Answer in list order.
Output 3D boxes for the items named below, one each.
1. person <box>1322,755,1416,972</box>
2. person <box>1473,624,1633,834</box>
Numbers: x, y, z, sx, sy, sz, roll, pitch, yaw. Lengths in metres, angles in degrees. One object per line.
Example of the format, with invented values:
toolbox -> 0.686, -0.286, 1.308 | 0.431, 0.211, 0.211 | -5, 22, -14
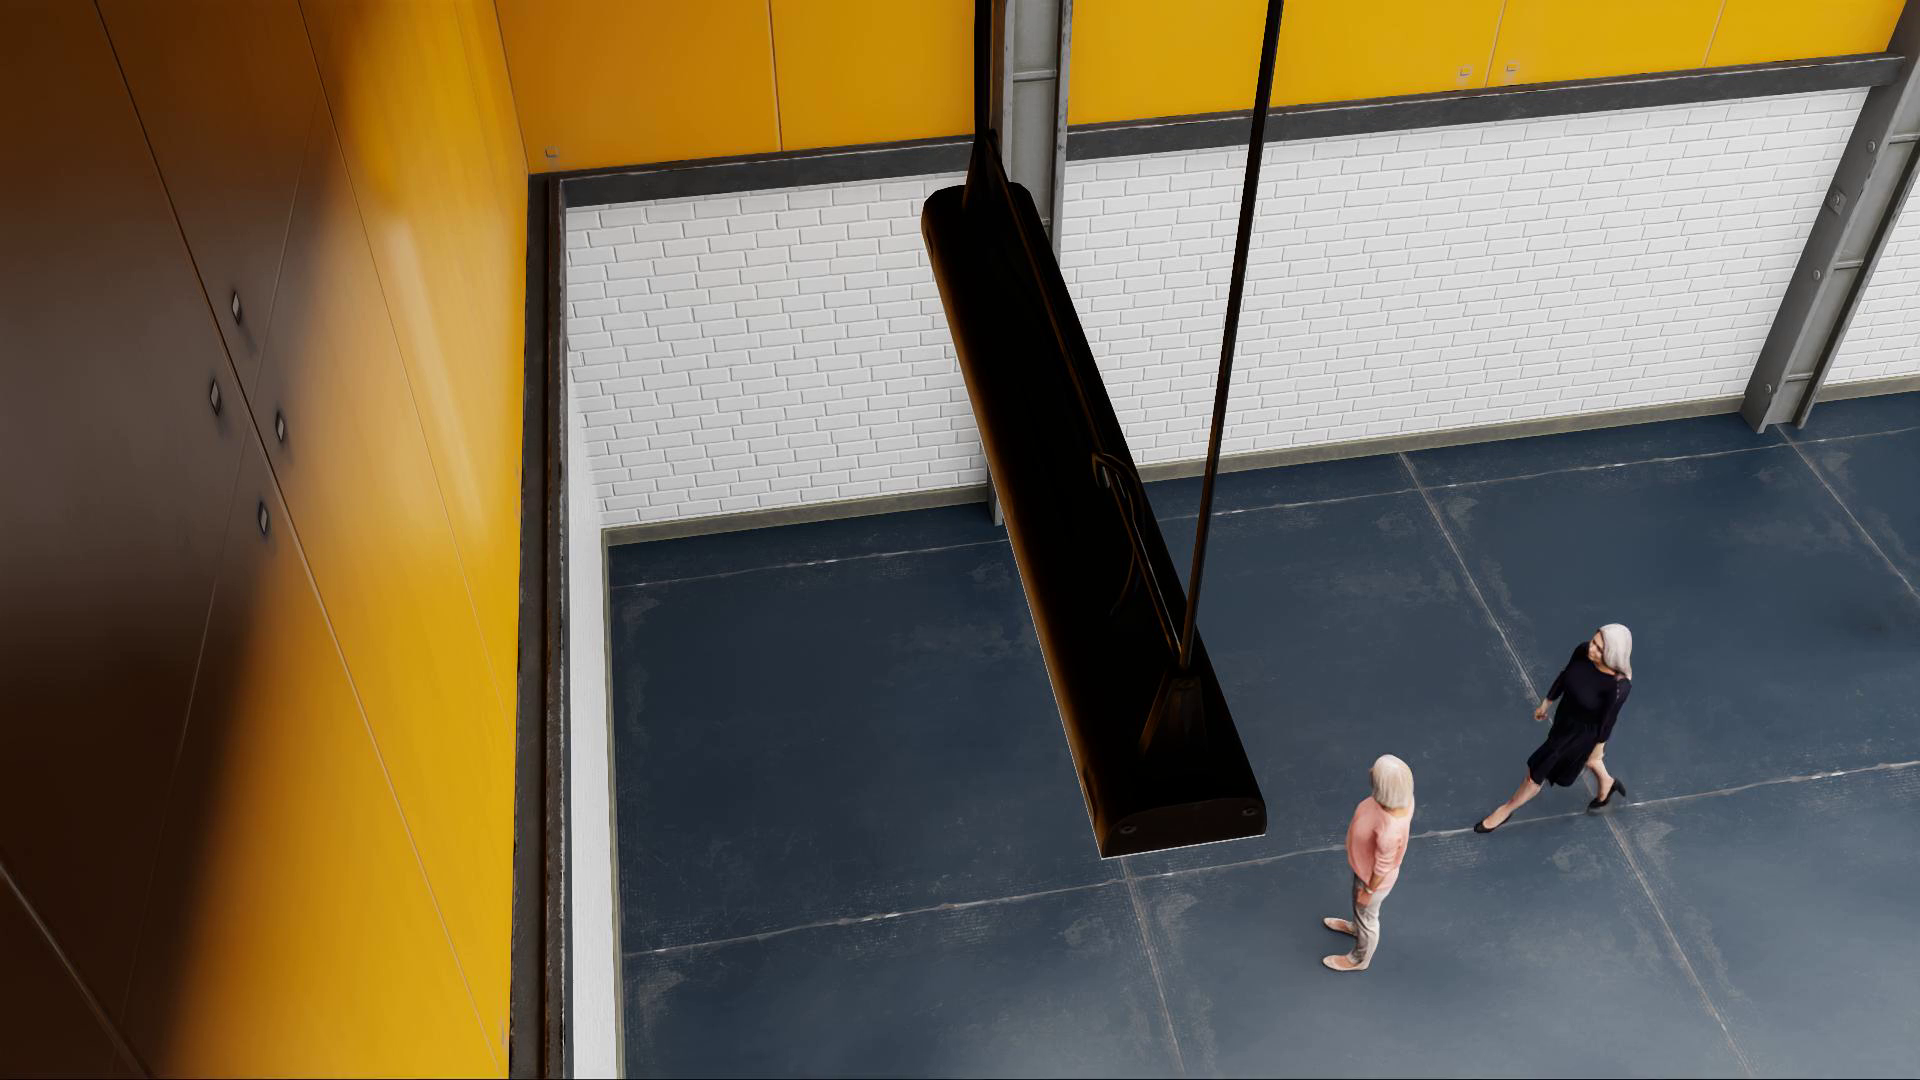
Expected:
person -> 2.226, 1.732, 8.911 | 0.656, 1.724, 0.671 | 10, 44, 10
person -> 3.622, 1.086, 9.606 | 1.183, 1.701, 0.632 | -9, 44, -10
